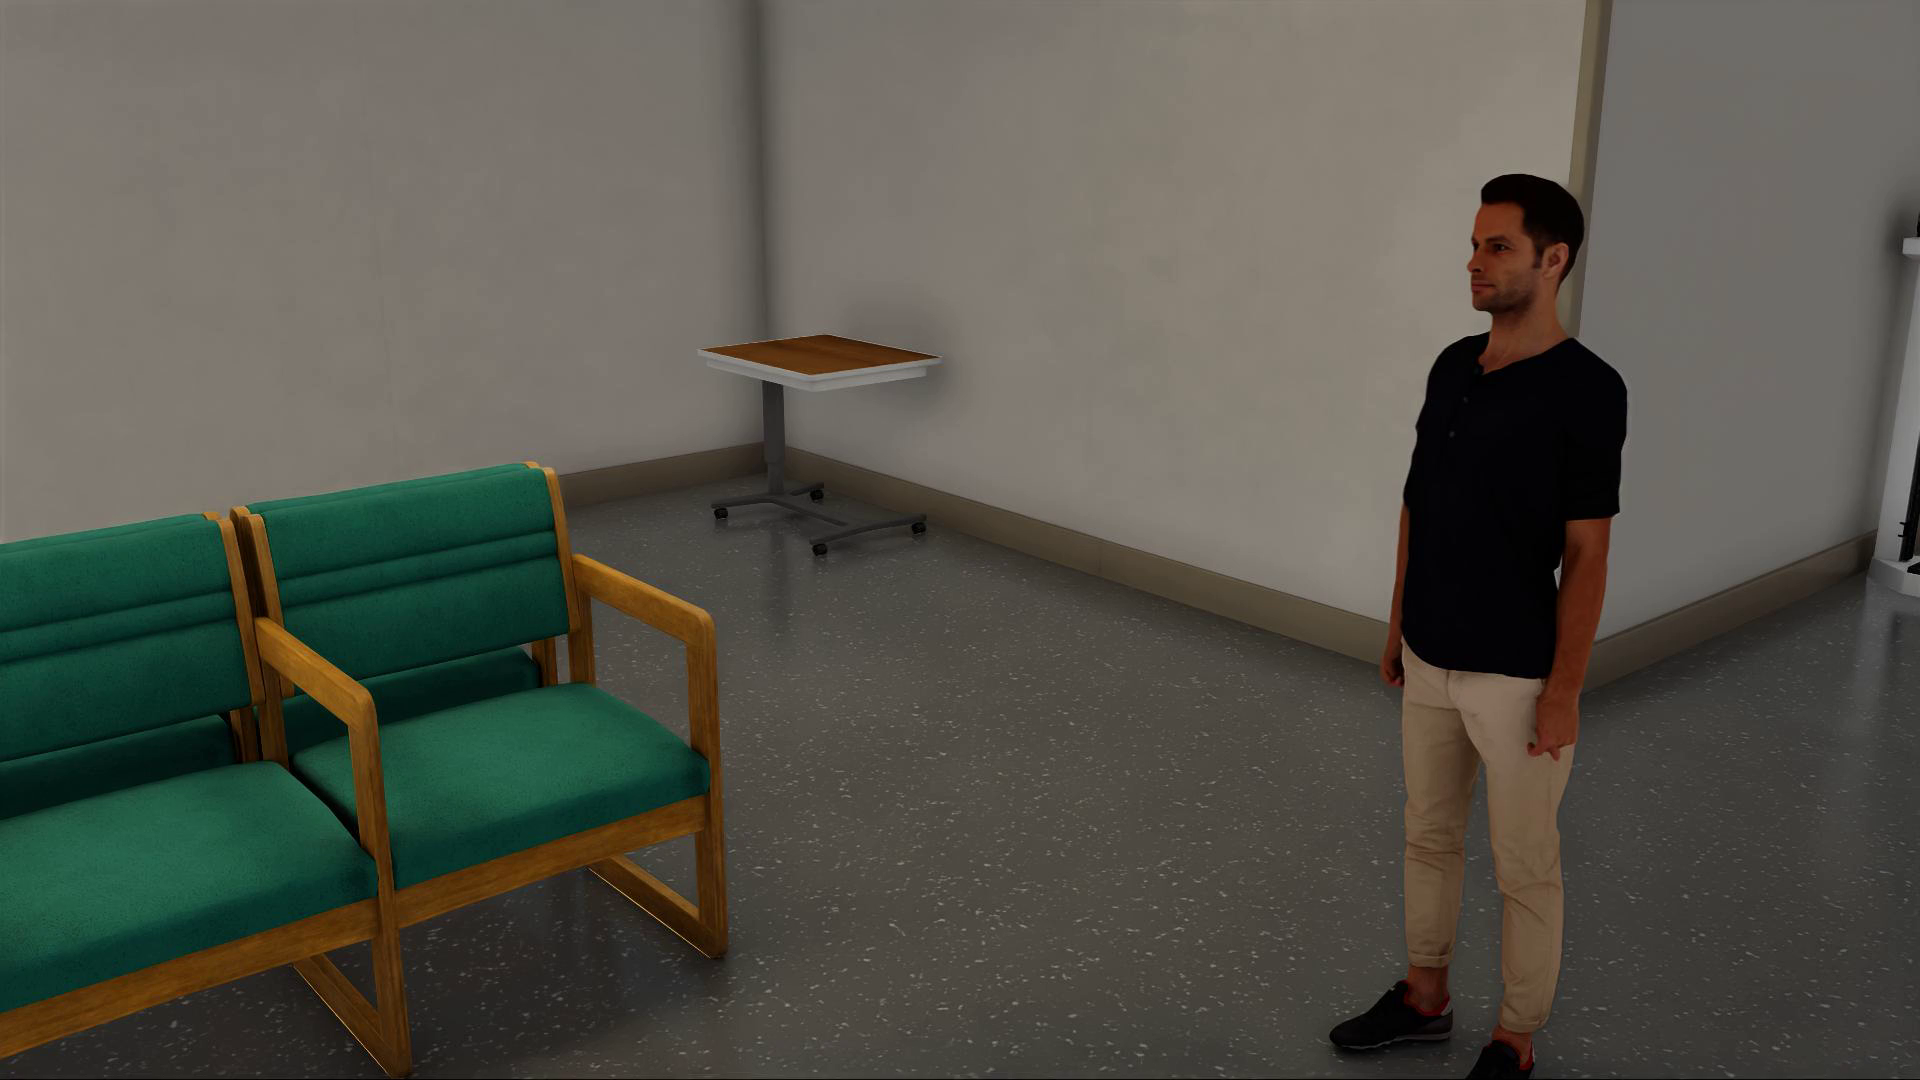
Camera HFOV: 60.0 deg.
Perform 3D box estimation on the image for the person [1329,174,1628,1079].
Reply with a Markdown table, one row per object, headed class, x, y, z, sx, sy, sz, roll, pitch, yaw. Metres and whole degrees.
| class | x | y | z | sx | sy | sz | roll | pitch | yaw |
| --- | --- | --- | --- | --- | --- | --- | --- | --- | --- |
| person | 1.045 | 0.224 | 3.270 | 0.725 | 1.859 | 0.513 | -9 | 18 | -30 |
